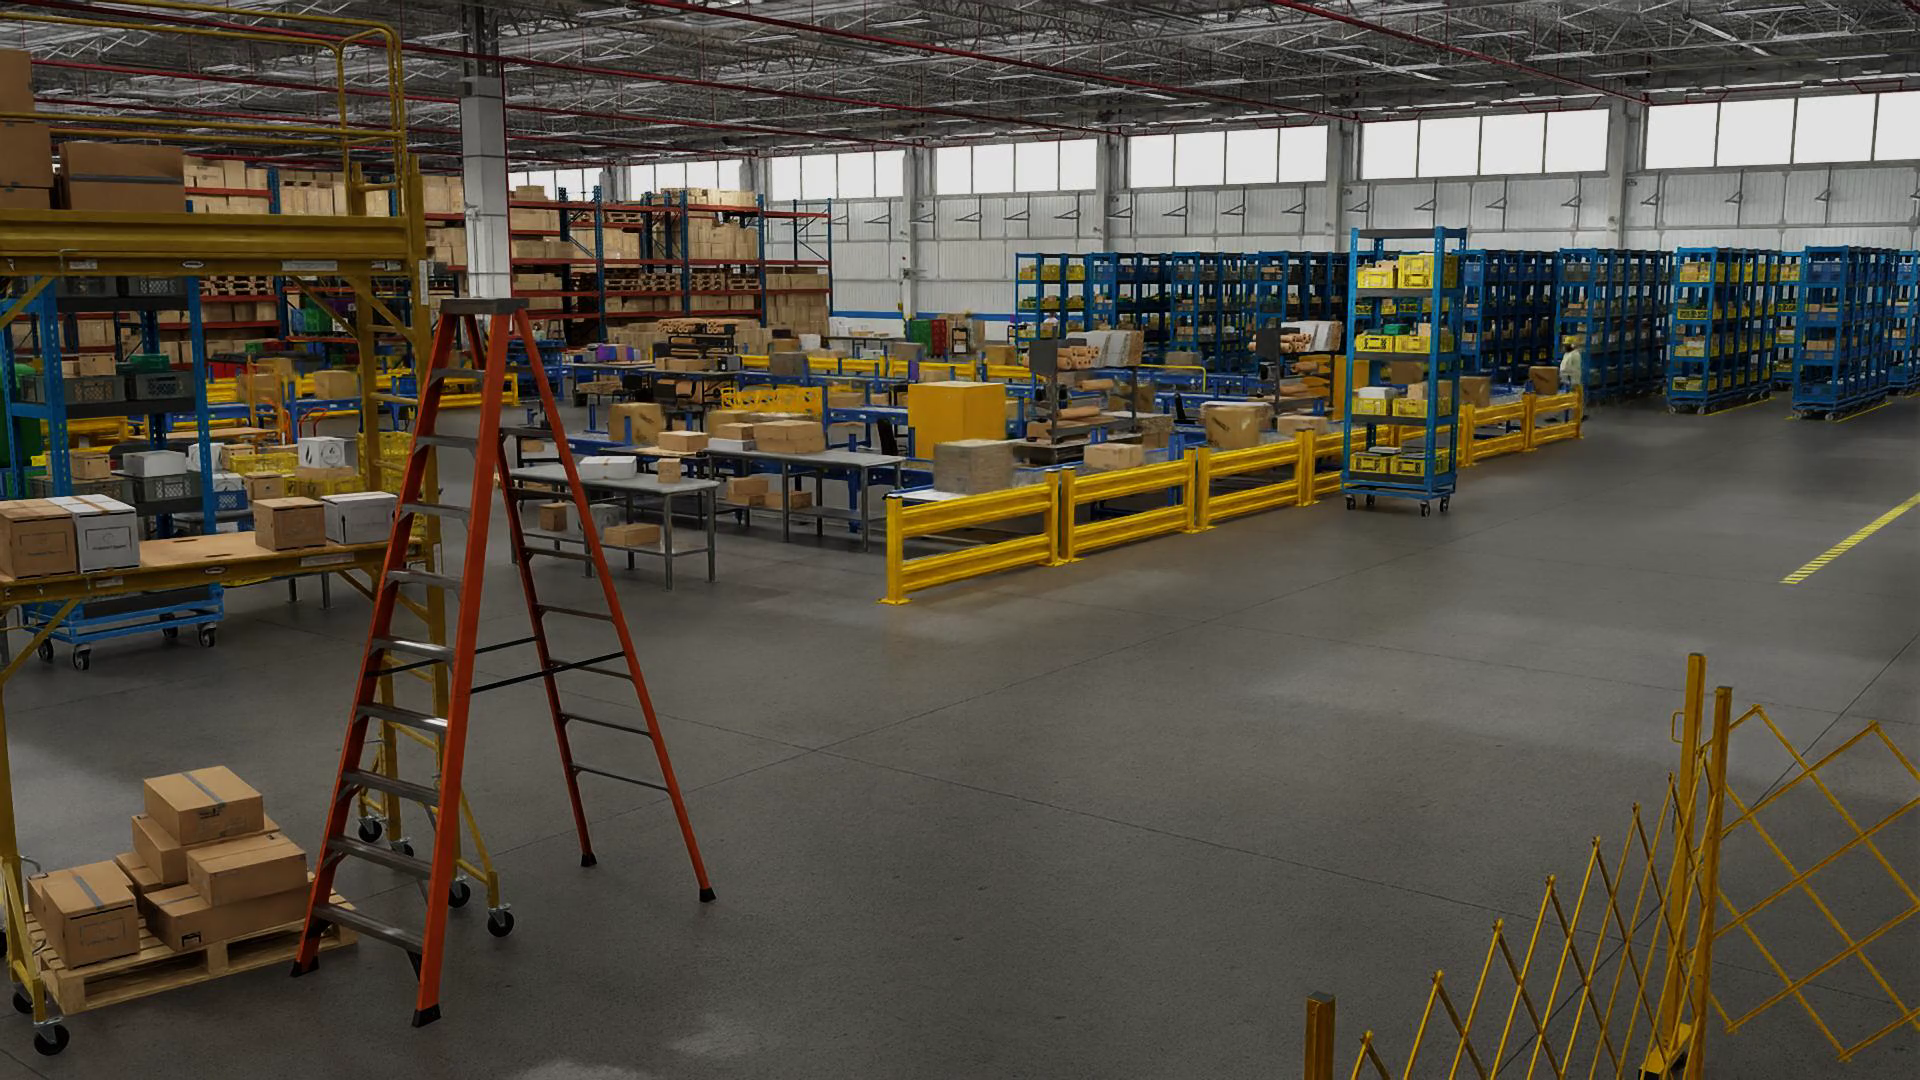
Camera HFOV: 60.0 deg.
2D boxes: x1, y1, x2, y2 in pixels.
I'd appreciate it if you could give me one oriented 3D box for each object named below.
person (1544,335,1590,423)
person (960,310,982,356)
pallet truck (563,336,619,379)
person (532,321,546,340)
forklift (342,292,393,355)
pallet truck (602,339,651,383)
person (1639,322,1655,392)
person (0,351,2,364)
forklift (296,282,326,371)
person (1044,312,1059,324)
[{"bbox_3d":[12.421,-3.265,33.817,0.948,1.790,0.602,1,9,3],"label":"person"},{"bbox_3d":[0.388,-7.616,61.216,0.757,1.707,0.510,-3,10,-20],"label":"person"},{"bbox_3d":[-10.690,-5.294,48.215,1.601,1.201,0.680,-5,10,-26],"label":"pallet truck"},{"bbox_3d":[-12.501,-5.666,49.273,0.499,1.634,0.289,3,10,17],"label":"person"},{"bbox_3d":[-16.485,-5.622,45.120,1.129,2.768,1.873,7,11,37],"label":"forklift"},{"bbox_3d":[-8.991,-4.871,45.351,0.653,1.274,1.630,7,11,37],"label":"pallet truck"},{"bbox_3d":[17.552,-4.731,42.904,0.882,1.817,0.577,7,12,38],"label":"person"},{"bbox_3d":[-21.356,-3.716,36.960,0.540,1.687,0.487,7,12,38],"label":"person"},{"bbox_3d":[-18.415,-5.974,47.316,1.129,2.768,1.873,7,11,37],"label":"forklift"},{"bbox_3d":[2.923,-6.281,52.264,0.639,1.909,0.409,8,12,41],"label":"person"}]
